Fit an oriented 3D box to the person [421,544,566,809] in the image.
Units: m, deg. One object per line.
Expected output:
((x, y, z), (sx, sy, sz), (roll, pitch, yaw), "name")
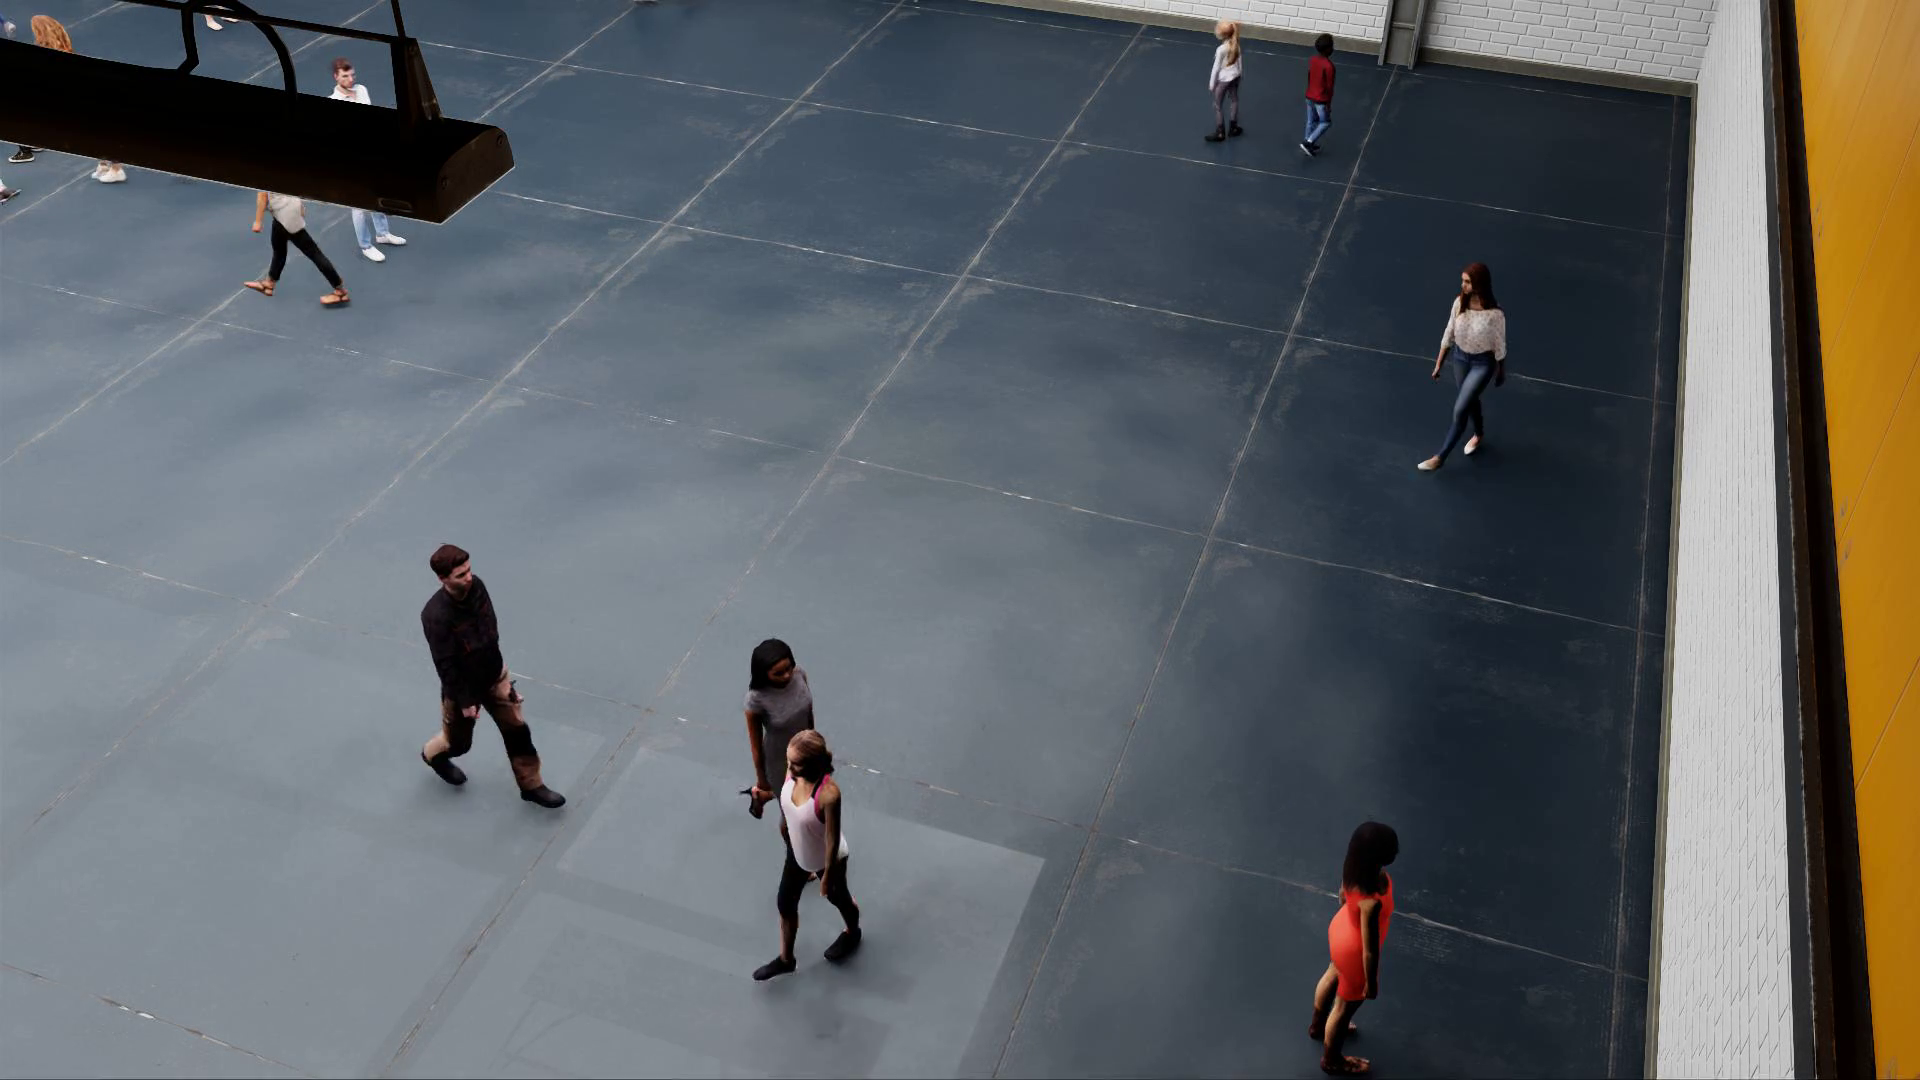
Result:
((-2.888, 0.800, 9.616), (1.223, 1.893, 0.785), (18, 42, 21), "person")

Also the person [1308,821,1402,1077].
((1.944, 2.010, 8.240), (0.657, 1.719, 0.661), (-2, 39, -2), "person")

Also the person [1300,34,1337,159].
((3.555, -4.436, 16.692), (0.687, 1.243, 0.626), (-17, 42, -20), "person")

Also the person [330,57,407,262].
((-5.390, -3.451, 14.971), (0.553, 1.852, 0.656), (15, 41, 18), "person")

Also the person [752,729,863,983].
((-0.667, 1.594, 8.723), (0.935, 1.766, 0.954), (-28, 46, -31), "person")

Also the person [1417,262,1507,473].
((3.904, -1.324, 12.448), (1.003, 1.678, 1.046), (-32, 48, -33), "person")

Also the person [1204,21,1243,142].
((2.782, -4.722, 17.042), (0.710, 1.255, 0.687), (-17, 41, -20), "person")

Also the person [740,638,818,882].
((-1.037, 1.177, 9.248), (0.923, 1.763, 0.756), (27, 46, 30), "person")

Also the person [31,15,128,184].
((-8.398, -4.229, 16.038), (0.768, 1.737, 0.726), (-6, 39, -7), "person")

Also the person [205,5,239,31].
((-8.814, -6.810, 19.340), (0.542, 1.650, 0.610), (17, 42, 20), "person")
